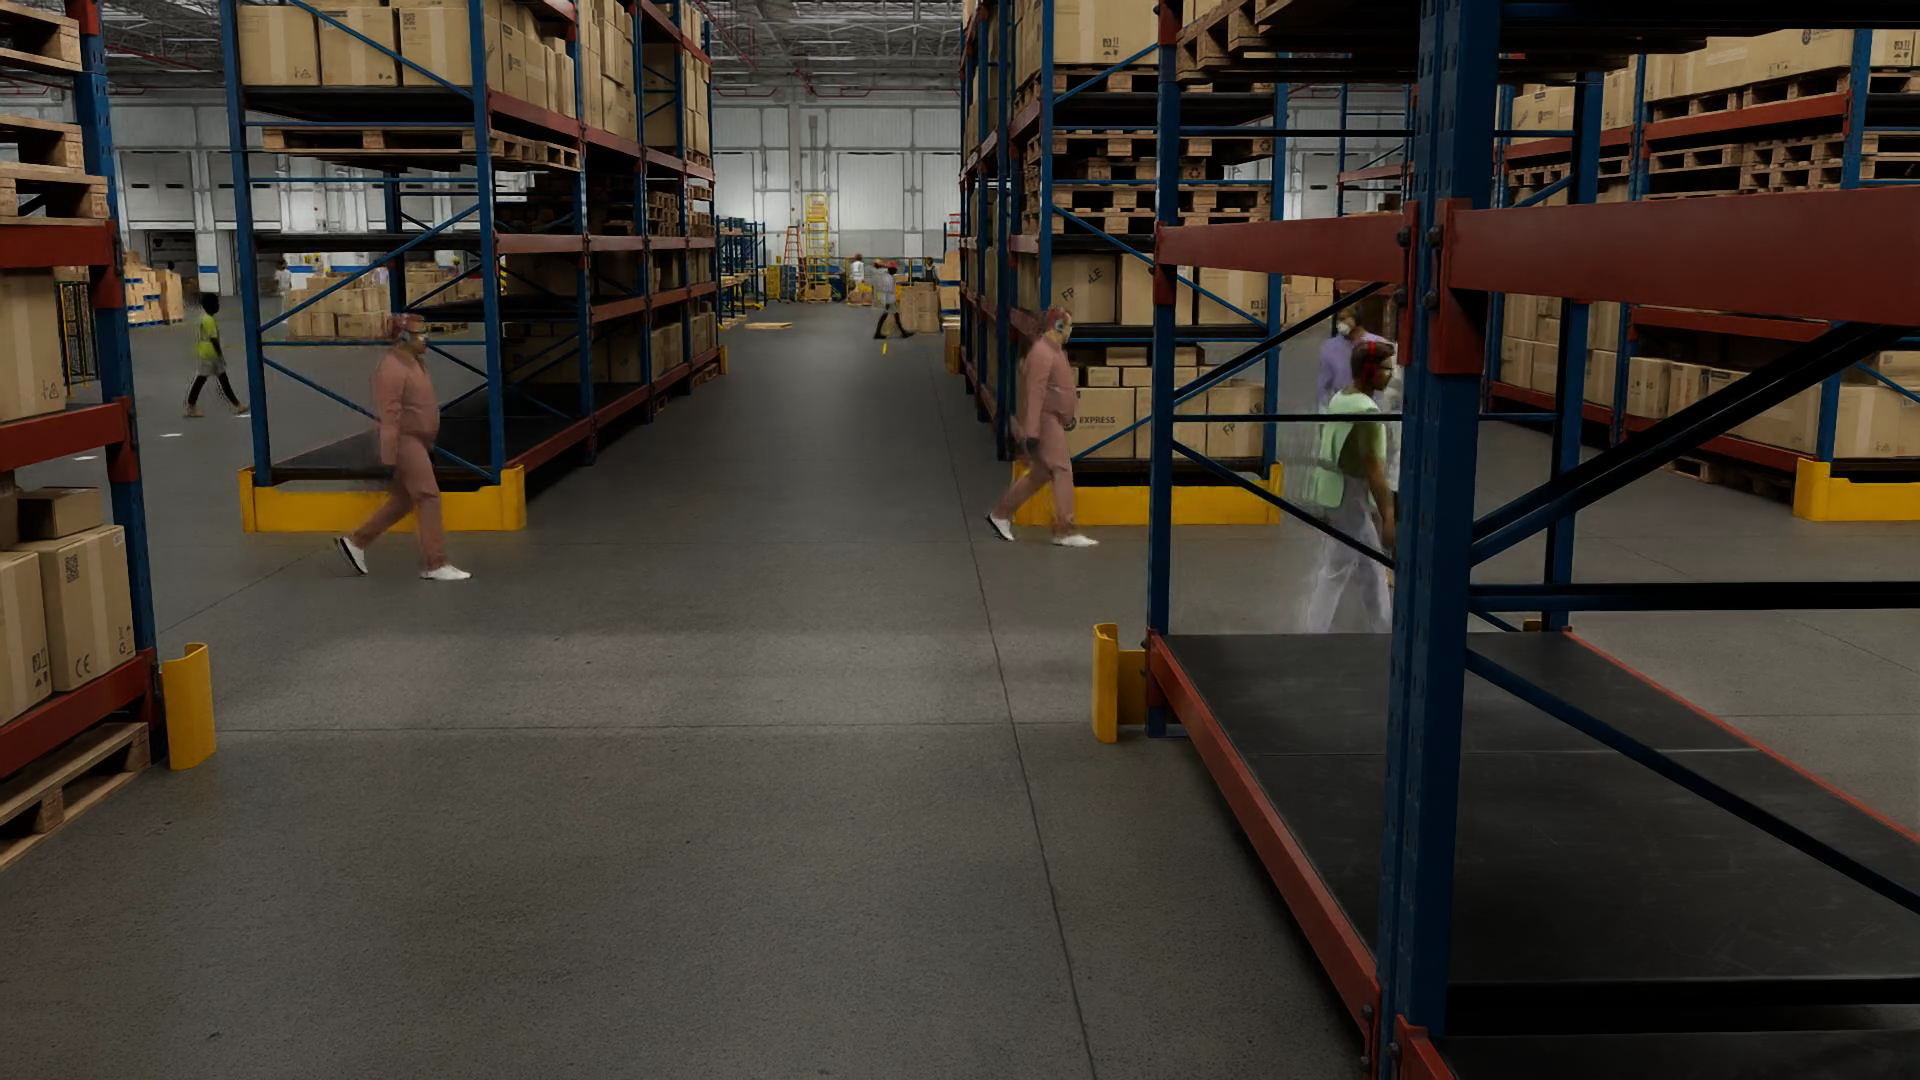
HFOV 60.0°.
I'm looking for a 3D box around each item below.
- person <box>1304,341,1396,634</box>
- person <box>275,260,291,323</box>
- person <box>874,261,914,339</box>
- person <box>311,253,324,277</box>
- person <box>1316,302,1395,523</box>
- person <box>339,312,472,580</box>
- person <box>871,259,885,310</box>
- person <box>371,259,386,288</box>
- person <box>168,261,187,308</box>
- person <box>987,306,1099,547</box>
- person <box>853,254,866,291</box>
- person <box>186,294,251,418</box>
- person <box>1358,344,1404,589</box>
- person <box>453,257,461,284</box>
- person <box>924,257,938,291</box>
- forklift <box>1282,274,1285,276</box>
[{"bbox_3d":[2.244,-0.161,8.975,0.871,1.805,0.600,0,10,-1],"label":"person"},{"bbox_3d":[-19.268,-7.091,47.561,0.916,1.824,0.523,9,14,42],"label":"person"},{"bbox_3d":[-1.625,-5.765,40.009,0.978,1.882,0.567,-1,10,-6],"label":"person"},{"bbox_3d":[-25.879,-10.606,66.973,0.626,1.887,0.563,2,10,10],"label":"person"},{"bbox_3d":[3.180,-0.976,13.370,0.654,1.886,0.980,7,13,36],"label":"person"},{"bbox_3d":[-3.883,-0.639,11.488,0.853,1.877,0.653,-1,10,-7],"label":"person"},{"bbox_3d":[-2.846,-8.840,57.530,0.487,1.746,0.289,5,11,24],"label":"person"},{"bbox_3d":[-17.978,-7.720,51.100,0.830,1.808,0.646,-4,11,-21],"label":"person"},{"bbox_3d":[-27.898,-9.025,58.813,0.874,1.655,0.540,-5,11,-27],"label":"person"},{"bbox_3d":[0.627,-0.886,12.914,0.893,1.859,0.681,2,10,13],"label":"person"},{"bbox_3d":[-3.831,-10.017,63.736,0.597,1.866,0.519,9,14,42],"label":"person"},{"bbox_3d":[-9.989,-2.465,22.270,0.887,1.640,0.546,-4,11,-20],"label":"person"},{"bbox_3d":[3.082,-0.641,11.214,0.760,1.991,0.390,1,10,6],"label":"person"},{"bbox_3d":[-19.349,-10.055,64.276,0.749,1.737,0.558,-1,10,-5],"label":"person"},{"bbox_3d":[-0.968,-8.372,54.646,0.513,1.844,0.328,8,13,38],"label":"person"},{"bbox_3d":[12.240,-10.302,62.509,1.129,2.768,1.873,0,10,-2],"label":"forklift"}]
